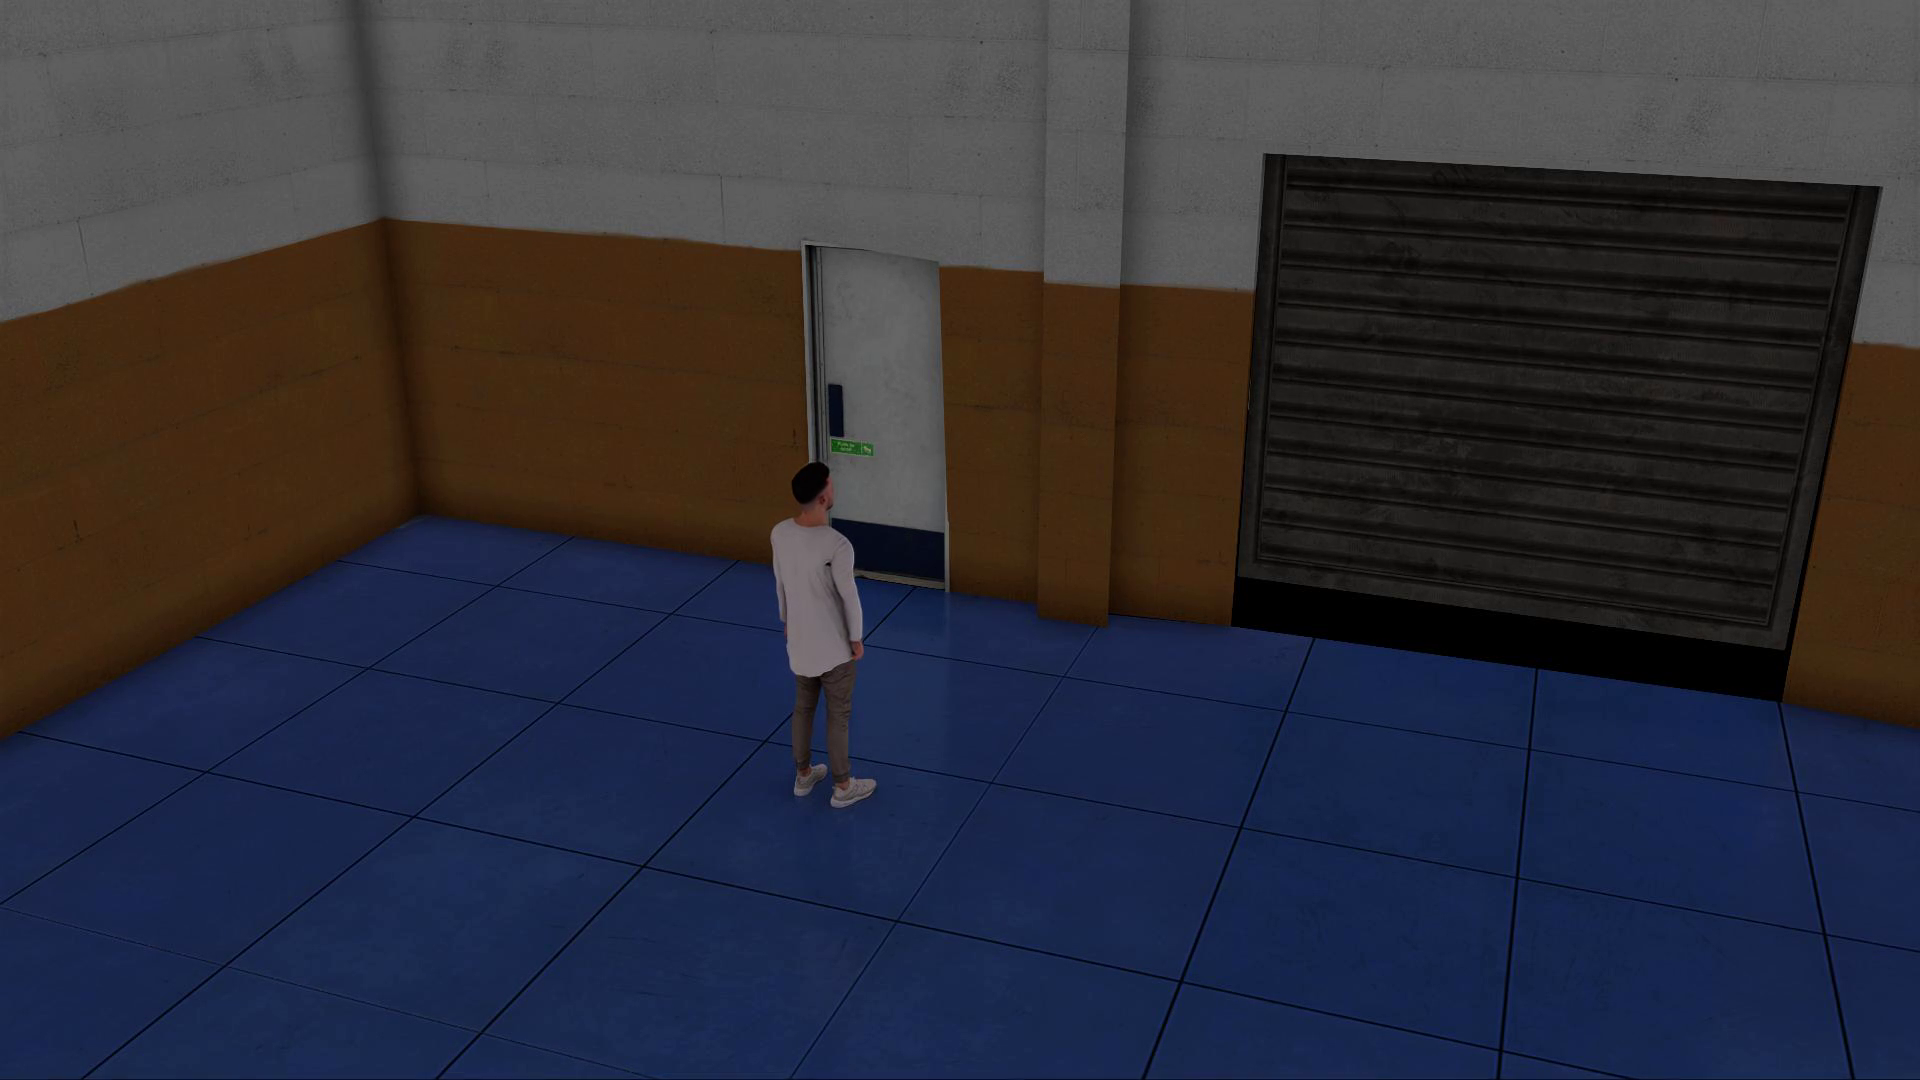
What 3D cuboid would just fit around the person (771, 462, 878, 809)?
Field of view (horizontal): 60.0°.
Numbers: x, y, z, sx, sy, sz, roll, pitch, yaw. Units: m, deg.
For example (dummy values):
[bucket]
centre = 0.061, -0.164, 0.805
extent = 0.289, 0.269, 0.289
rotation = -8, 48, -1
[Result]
[person]
centre = -0.702, 0.472, 8.377
extent = 0.591, 1.841, 0.780
rotation = 14, 26, 31
